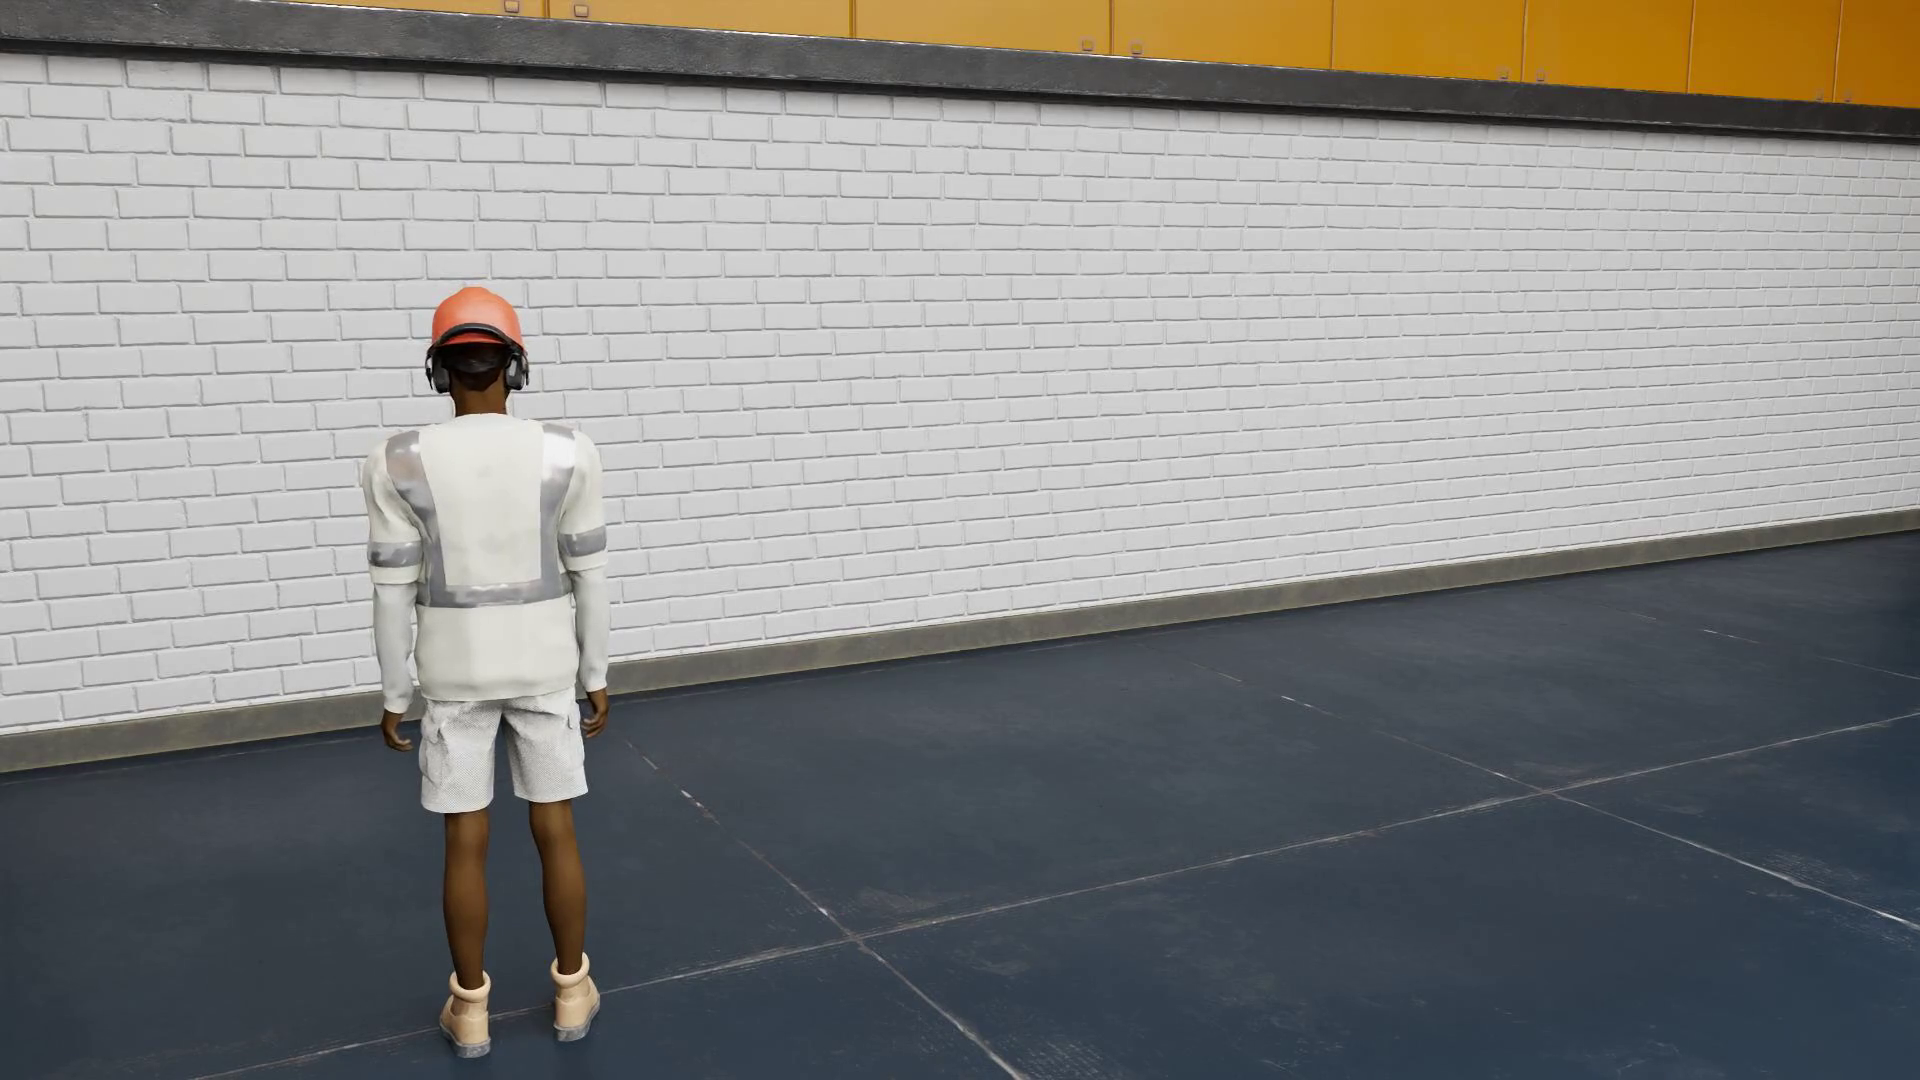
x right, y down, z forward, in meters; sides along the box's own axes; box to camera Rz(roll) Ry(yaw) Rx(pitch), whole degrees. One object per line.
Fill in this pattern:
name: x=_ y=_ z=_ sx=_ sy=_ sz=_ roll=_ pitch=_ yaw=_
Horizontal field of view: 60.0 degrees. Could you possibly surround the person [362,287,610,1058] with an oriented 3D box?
person: x=-1.234 y=0.356 z=4.418 sx=0.605 sy=2.034 sz=0.390 roll=-3 pitch=10 yaw=-18
